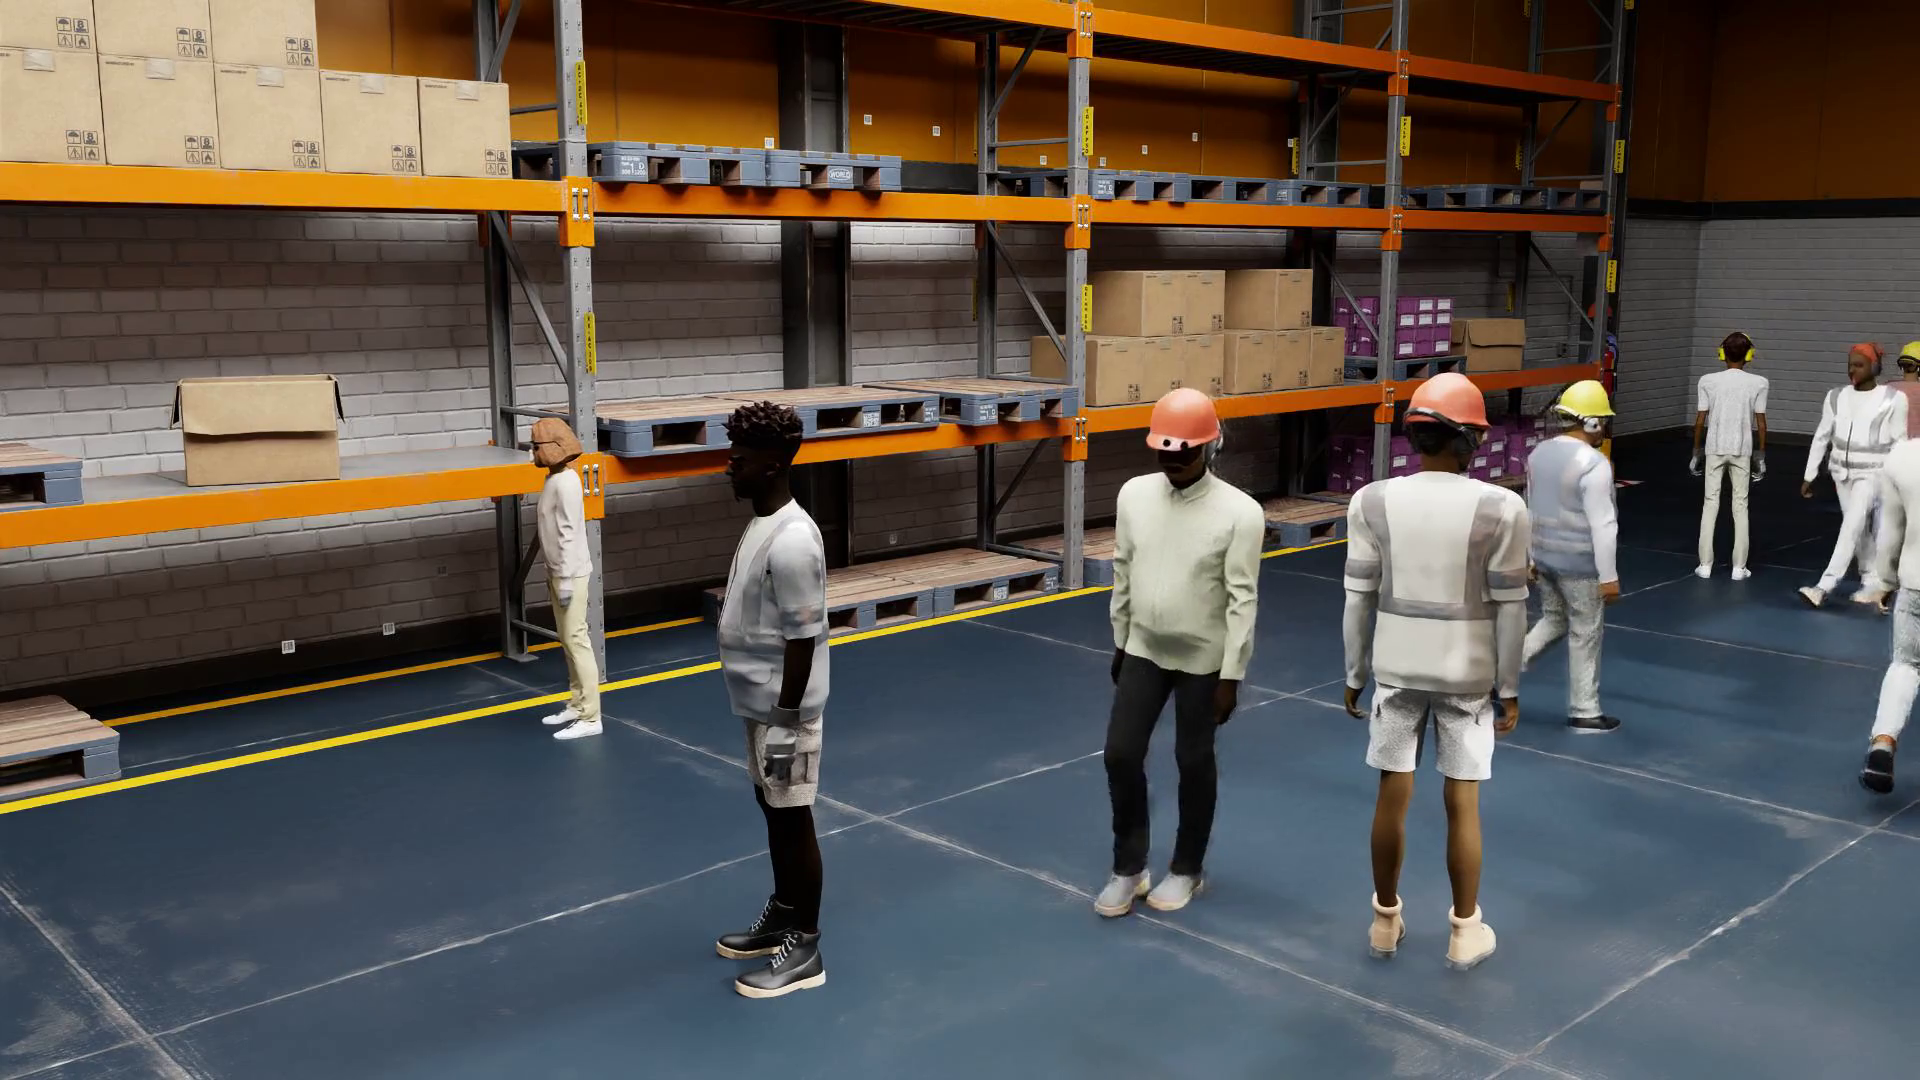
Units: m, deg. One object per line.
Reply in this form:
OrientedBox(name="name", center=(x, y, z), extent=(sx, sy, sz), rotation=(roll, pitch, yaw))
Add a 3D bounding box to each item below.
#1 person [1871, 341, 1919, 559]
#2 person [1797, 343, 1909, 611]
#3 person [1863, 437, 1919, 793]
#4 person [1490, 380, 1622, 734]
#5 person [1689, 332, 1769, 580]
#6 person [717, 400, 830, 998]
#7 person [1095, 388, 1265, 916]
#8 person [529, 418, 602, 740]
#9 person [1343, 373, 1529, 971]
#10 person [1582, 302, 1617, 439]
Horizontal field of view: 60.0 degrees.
OrientedBox(name="person", center=(7.469, -0.681, 13.130), extent=(0.308, 1.769, 0.524), rotation=(-9, 13, -41))
OrientedBox(name="person", center=(6.144, -0.435, 11.489), extent=(0.997, 1.827, 0.605), rotation=(-5, 11, -27))
OrientedBox(name="person", center=(4.337, 0.233, 7.307), extent=(0.669, 1.925, 0.642), rotation=(-8, 13, -41))
OrientedBox(name="person", center=(3.067, 0.100, 8.411), extent=(0.639, 1.816, 0.617), rotation=(-2, 10, -13))
OrientedBox(name="person", center=(5.797, -0.631, 12.550), extent=(0.535, 1.864, 0.309), rotation=(5, 11, 25))
OrientedBox(name="person", center=(-0.620, 0.518, 5.524), extent=(0.367, 1.966, 0.606), rotation=(-3, 10, -17))
OrientedBox(name="person", center=(0.769, 0.433, 6.014), extent=(0.628, 1.960, 0.664), rotation=(6, 12, 33))
OrientedBox(name="person", center=(-2.019, 0.189, 8.459), extent=(0.282, 1.626, 0.491), rotation=(-4, 11, -23))
OrientedBox(name="person", center=(1.623, 0.451, 5.710), extent=(0.606, 2.039, 0.395), rotation=(5, 11, 27))
OrientedBox(name="person", center=(6.973, -1.637, 18.228), extent=(0.372, 1.935, 0.551), rotation=(1, 10, 6))
